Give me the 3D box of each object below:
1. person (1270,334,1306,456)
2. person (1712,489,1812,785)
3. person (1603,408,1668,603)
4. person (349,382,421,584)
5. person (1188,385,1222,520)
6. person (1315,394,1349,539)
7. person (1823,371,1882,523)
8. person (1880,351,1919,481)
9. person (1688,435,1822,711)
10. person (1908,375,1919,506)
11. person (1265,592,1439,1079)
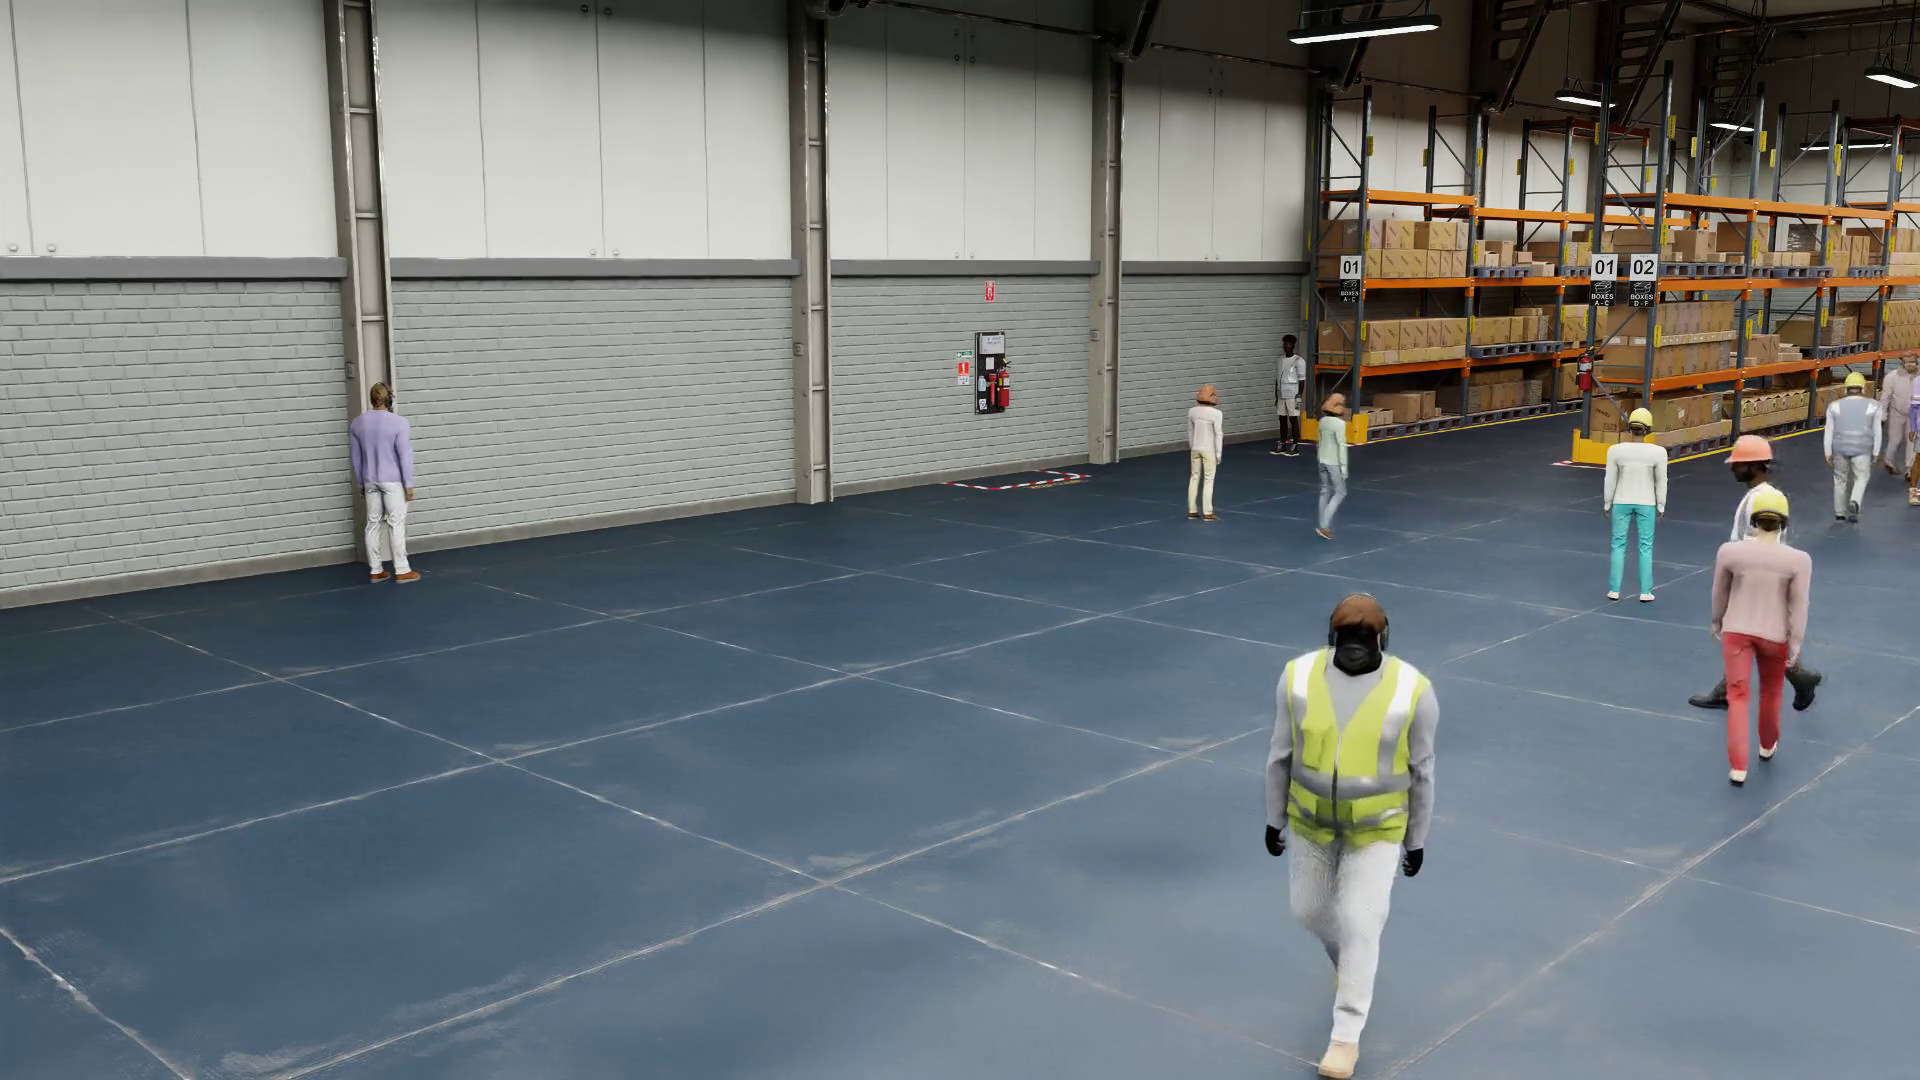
[{"bbox_3d":[5.283,-2.331,26.785,0.361,1.964,0.614,-6,11,-32],"label":"person"},{"bbox_3d":[4.771,0.552,9.948,0.527,1.723,0.895,5,11,27],"label":"person"},{"bbox_3d":[6.130,-0.316,15.120,0.533,1.767,0.326,4,10,24],"label":"person"},{"bbox_3d":[-5.531,-0.544,15.980,0.629,1.940,0.377,2,10,14],"label":"person"},{"bbox_3d":[2.946,-1.048,20.004,0.280,1.628,0.496,-9,13,-44],"label":"person"},{"bbox_3d":[4.153,-0.827,18.666,0.386,1.621,0.569,-3,10,-16],"label":"person"},{"bbox_3d":[10.470,-1.069,19.536,0.606,1.820,0.588,6,11,32],"label":"person"},{"bbox_3d":[13.601,-1.802,23.930,0.698,1.857,0.932,4,10,21],"label":"person"},{"bbox_3d":[5.415,0.252,11.214,0.734,1.912,0.570,4,10,23],"label":"person"},{"bbox_3d":[12.392,-1.438,21.117,0.611,2.040,0.393,2,9,11],"label":"person"},{"bbox_3d":[1.515,1.078,6.439,0.635,1.821,0.771,5,11,28],"label":"person"}]
